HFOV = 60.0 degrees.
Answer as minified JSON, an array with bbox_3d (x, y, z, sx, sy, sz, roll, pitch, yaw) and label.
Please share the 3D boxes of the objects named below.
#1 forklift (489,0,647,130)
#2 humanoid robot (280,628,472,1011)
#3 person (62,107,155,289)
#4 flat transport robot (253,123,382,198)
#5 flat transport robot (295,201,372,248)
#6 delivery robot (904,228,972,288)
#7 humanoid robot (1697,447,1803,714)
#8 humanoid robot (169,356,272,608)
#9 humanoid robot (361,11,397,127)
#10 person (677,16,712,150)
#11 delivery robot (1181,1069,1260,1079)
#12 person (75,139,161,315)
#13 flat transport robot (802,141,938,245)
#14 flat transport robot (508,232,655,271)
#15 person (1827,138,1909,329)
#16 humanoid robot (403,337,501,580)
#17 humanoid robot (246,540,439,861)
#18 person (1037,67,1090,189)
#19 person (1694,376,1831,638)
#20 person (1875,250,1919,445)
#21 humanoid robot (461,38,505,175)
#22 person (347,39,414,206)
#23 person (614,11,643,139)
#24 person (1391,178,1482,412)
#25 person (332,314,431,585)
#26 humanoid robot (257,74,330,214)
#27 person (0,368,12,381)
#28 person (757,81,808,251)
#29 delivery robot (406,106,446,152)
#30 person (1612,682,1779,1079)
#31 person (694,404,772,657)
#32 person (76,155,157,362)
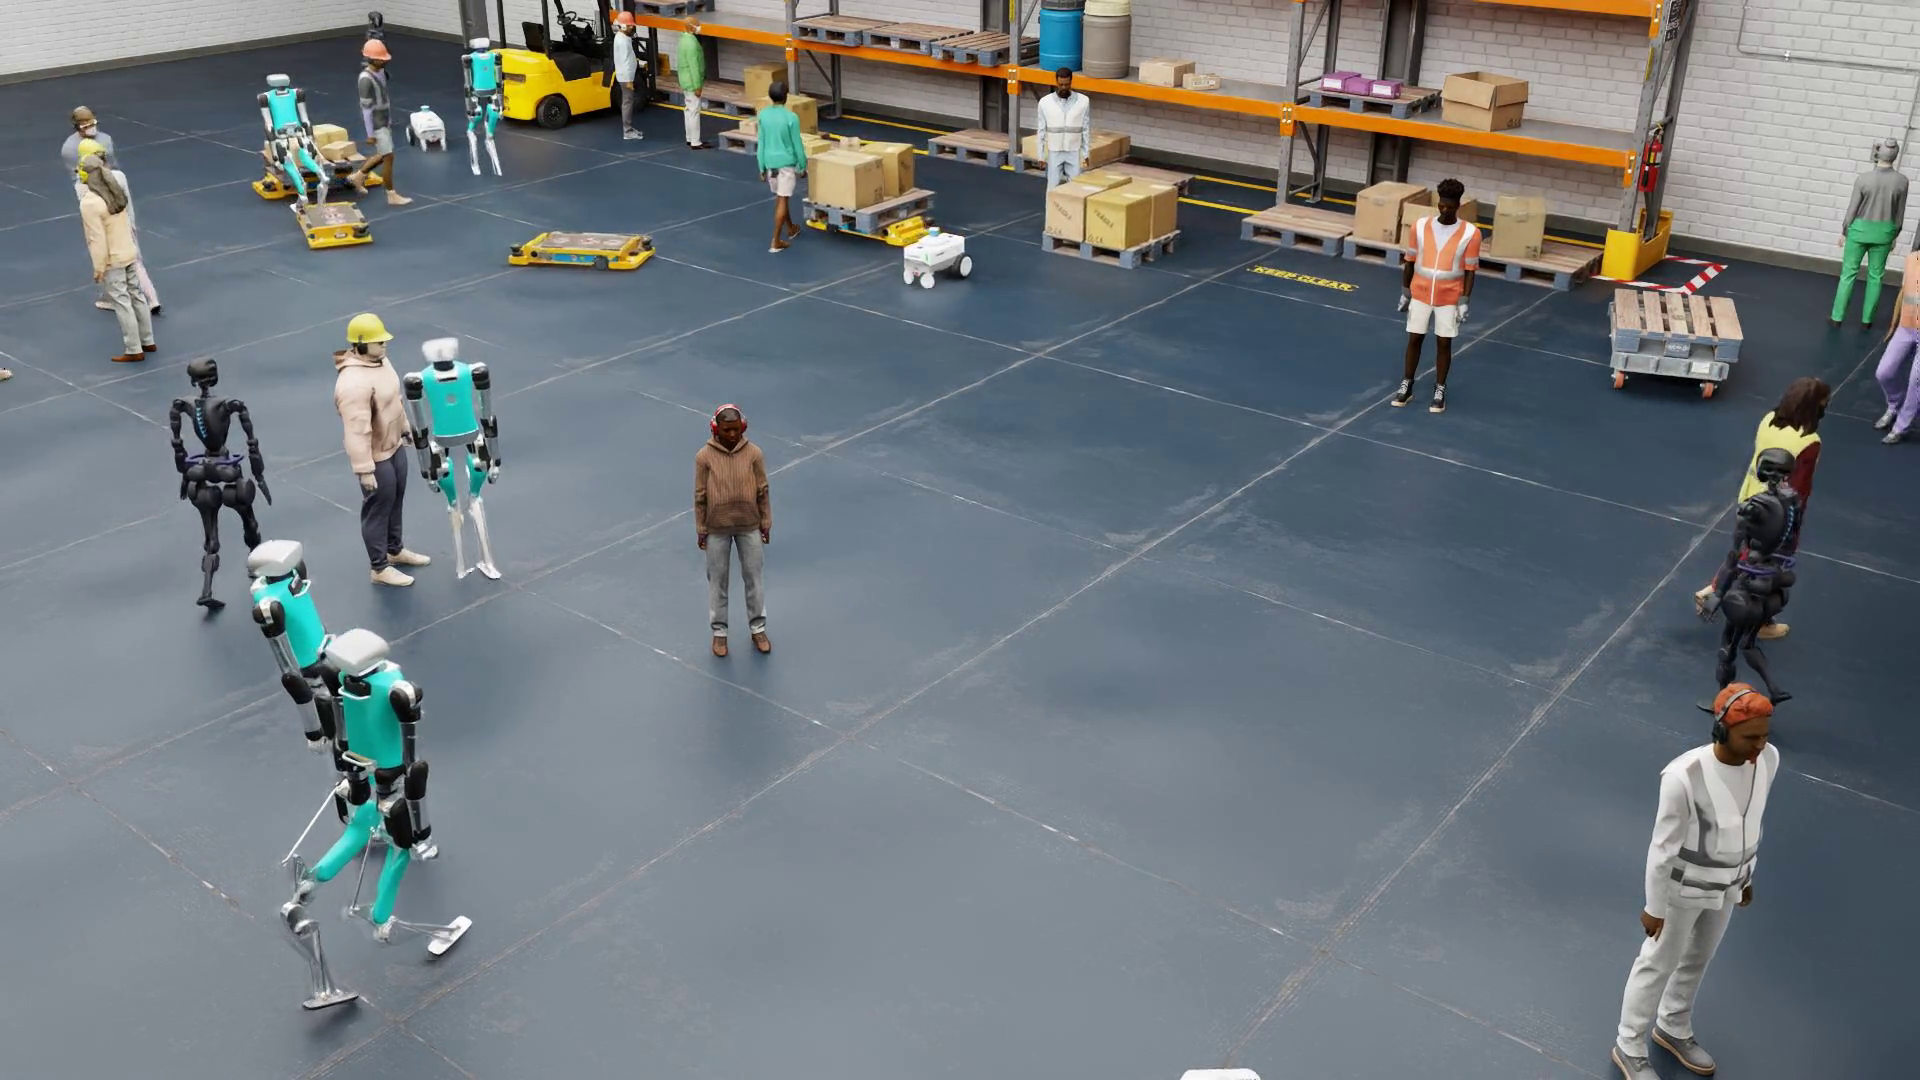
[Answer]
[{"bbox_3d":[-5.874,-7.334,24.552,1.214,2.155,2.313,19,32,34],"label":"forklift"},{"bbox_3d":[-2.685,1.310,7.242,0.532,1.780,1.030,14,29,27],"label":"humanoid robot"},{"bbox_3d":[-8.549,-3.382,16.688,0.513,1.905,0.657,8,27,16],"label":"person"},{"bbox_3d":[-8.116,-4.551,20.996,1.431,0.231,0.659,-16,30,-29],"label":"flat transport robot"},{"bbox_3d":[-7.201,-3.631,19.090,0.659,0.231,1.431,-12,28,-23],"label":"flat transport robot"},{"bbox_3d":[-0.258,-2.965,17.403,0.524,0.614,0.785,17,31,31],"label":"delivery robot"},{"bbox_3d":[4.508,0.295,9.334,0.599,1.651,0.468,-14,29,-27],"label":"humanoid robot"},{"bbox_3d":[-4.845,-0.378,10.820,0.603,1.649,0.801,1,26,2],"label":"humanoid robot"},{"bbox_3d":[-8.473,-6.803,24.062,0.429,1.641,0.612,2,26,4],"label":"humanoid robot"},{"bbox_3d":[-3.663,-6.256,22.801,0.385,1.780,0.551,-9,27,-19],"label":"person"},{"bbox_3d":[1.033,2.365,6.332,0.499,0.584,0.756,-1,26,-2],"label":"delivery robot"},{"bbox_3d":[-8.234,-3.034,16.168,0.874,1.721,0.530,17,31,32],"label":"person"},{"bbox_3d":[-1.022,-3.646,19.120,1.431,0.231,0.659,18,31,33],"label":"flat transport robot"},{"bbox_3d":[-4.107,-3.144,18.082,1.431,0.231,0.659,4,26,8],"label":"flat transport robot"},{"bbox_3d":[8.647,-2.913,15.800,0.513,1.838,0.340,8,27,16],"label":"person"},{"bbox_3d":[-3.324,-0.536,11.002,0.542,1.801,0.706,-10,27,-19],"label":"humanoid robot"},{"bbox_3d":[-2.945,0.862,8.201,0.790,1.882,0.531,-3,26,-6],"label":"humanoid robot"},{"bbox_3d":[1.157,-4.355,18.714,0.596,1.907,0.410,-2,26,-4],"label":"person"},{"bbox_3d":[4.977,-0.178,10.227,0.533,1.755,0.480,-5,26,-9],"label":"person"},{"bbox_3d":[7.613,-1.638,13.166,0.454,1.831,0.572,-15,29,-28],"label":"person"},{"bbox_3d":[-6.222,-5.592,21.477,0.531,1.799,0.813,-19,32,-34],"label":"humanoid robot"},{"bbox_3d":[-7.052,-4.973,19.890,0.784,1.999,0.654,-1,26,-2],"label":"person"},{"bbox_3d":[-4.676,-6.543,23.430,0.344,1.740,0.571,-6,26,-12],"label":"person"},{"bbox_3d":[3.959,-2.034,13.835,0.604,1.964,0.367,12,28,24],"label":"person"},{"bbox_3d":[-3.854,-0.600,10.991,0.435,1.859,0.789,1,26,2],"label":"person"},{"bbox_3d":[-7.525,-4.392,18.969,0.530,1.712,1.051,-20,32,-36],"label":"humanoid robot"},{"bbox_3d":[-8.950,-2.187,14.428,0.979,1.727,0.531,5,26,11],"label":"person"},{"bbox_3d":[-1.960,-4.159,18.432,0.510,1.805,0.918,10,28,21],"label":"person"},{"bbox_3d":[-7.397,-5.718,23.101,0.499,0.611,0.792,-12,28,-24],"label":"delivery robot"},{"bbox_3d":[3.017,1.417,6.780,0.583,1.882,0.345,-12,28,-23],"label":"person"},{"bbox_3d":[-1.377,-0.070,10.133,0.462,1.648,0.327,-6,26,-11],"label":"person"},{"bbox_3d":[-7.595,-2.523,14.952,0.395,1.876,0.552,2,26,5],"label":"person"}]
